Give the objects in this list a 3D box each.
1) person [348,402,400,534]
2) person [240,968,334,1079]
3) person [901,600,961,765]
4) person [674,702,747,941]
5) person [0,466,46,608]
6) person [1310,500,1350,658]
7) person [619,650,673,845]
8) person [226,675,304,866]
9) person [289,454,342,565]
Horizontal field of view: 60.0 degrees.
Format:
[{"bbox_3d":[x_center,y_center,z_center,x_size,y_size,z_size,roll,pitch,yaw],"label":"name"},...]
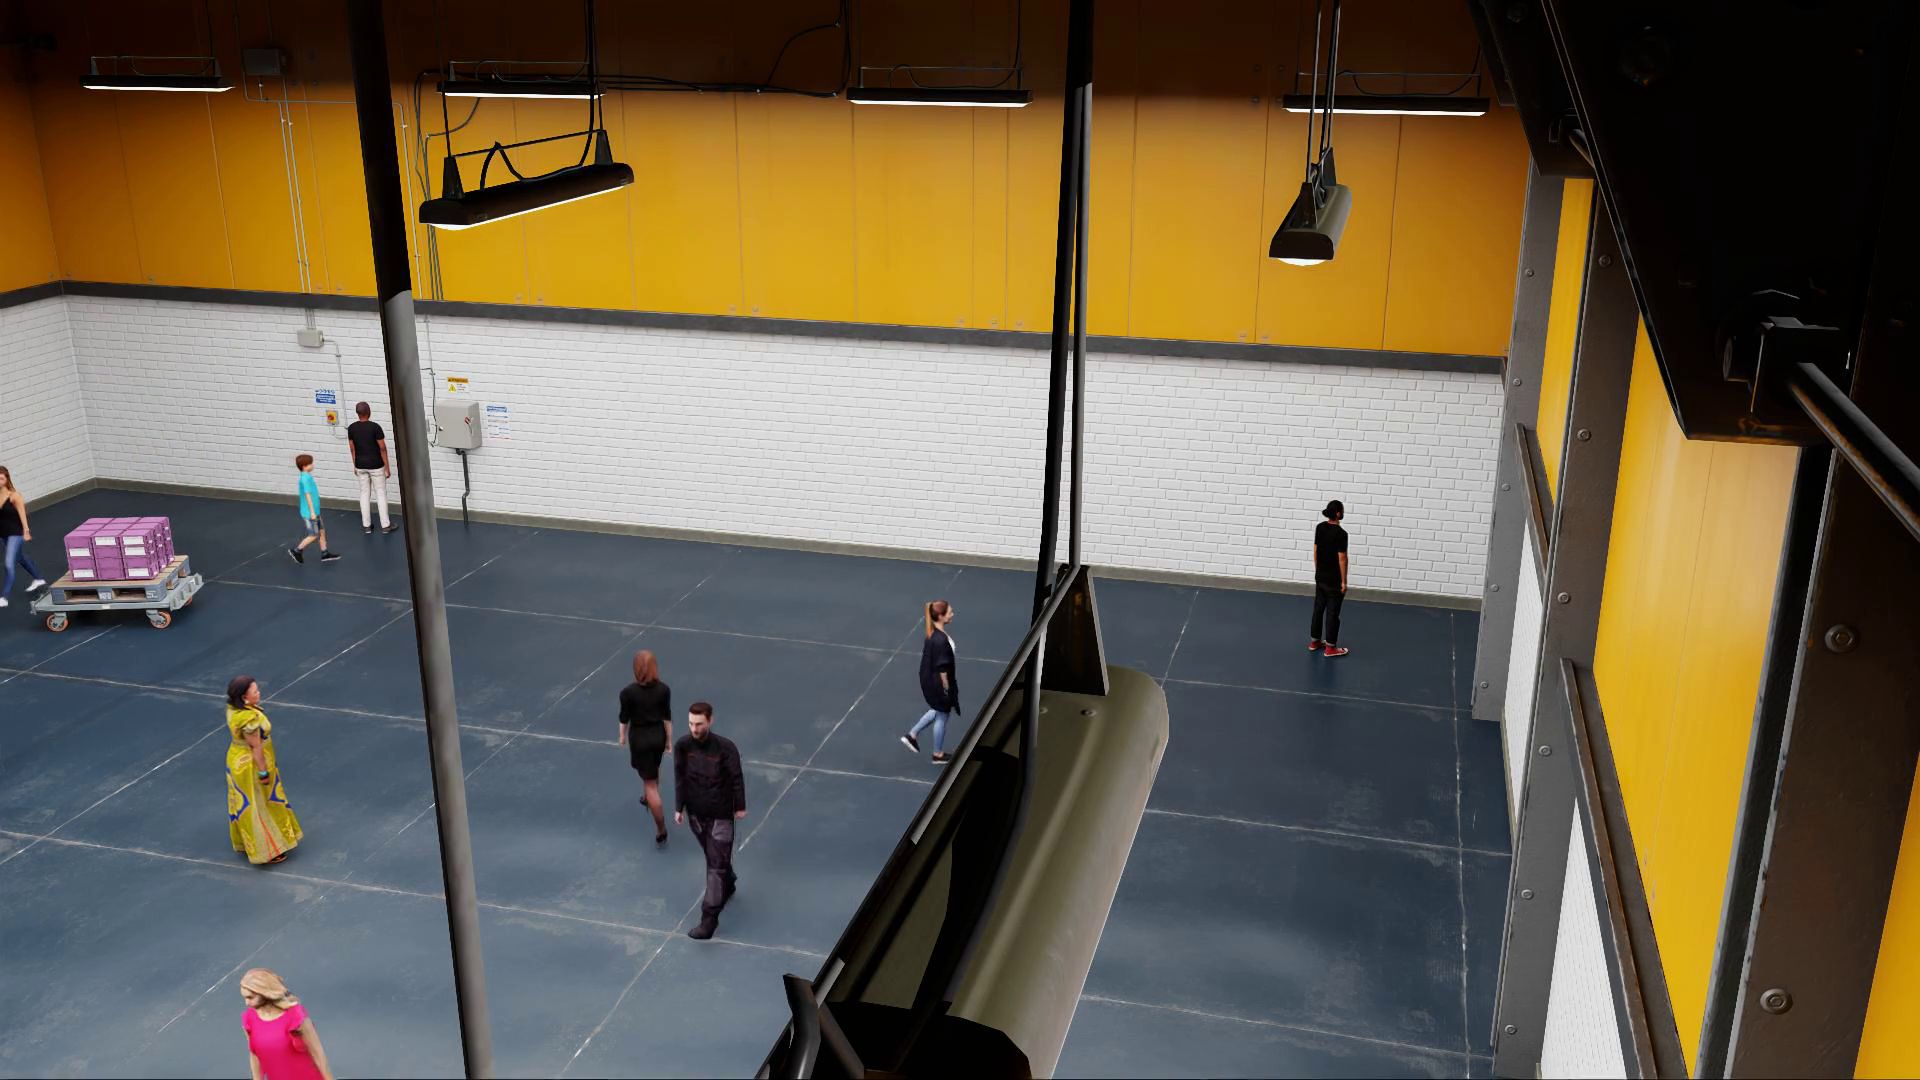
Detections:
[{"bbox_3d":[-7.910,-0.976,22.299,0.700,1.805,0.664,1,19,3],"label":"person"},{"bbox_3d":[-3.943,3.228,10.001,0.694,1.686,0.788,2,19,5],"label":"person"},{"bbox_3d":[-0.295,1.350,15.604,0.879,1.670,0.846,-4,19,-11],"label":"person"},{"bbox_3d":[-1.926,2.114,13.042,0.763,1.856,1.208,7,20,19],"label":"person"},{"bbox_3d":[-11.262,-0.077,19.847,0.640,1.666,1.129,6,20,18],"label":"person"},{"bbox_3d":[4.067,0.406,18.270,0.779,1.758,0.724,-11,22,-30],"label":"person"},{"bbox_3d":[-2.649,1.813,14.256,1.057,1.653,1.127,-10,21,-27],"label":"person"},{"bbox_3d":[-5.941,1.908,13.964,1.023,1.660,0.999,-15,23,-37],"label":"person"},{"bbox_3d":[-8.284,-0.375,21.090,0.830,1.438,0.849,-4,19,-13],"label":"person"}]
